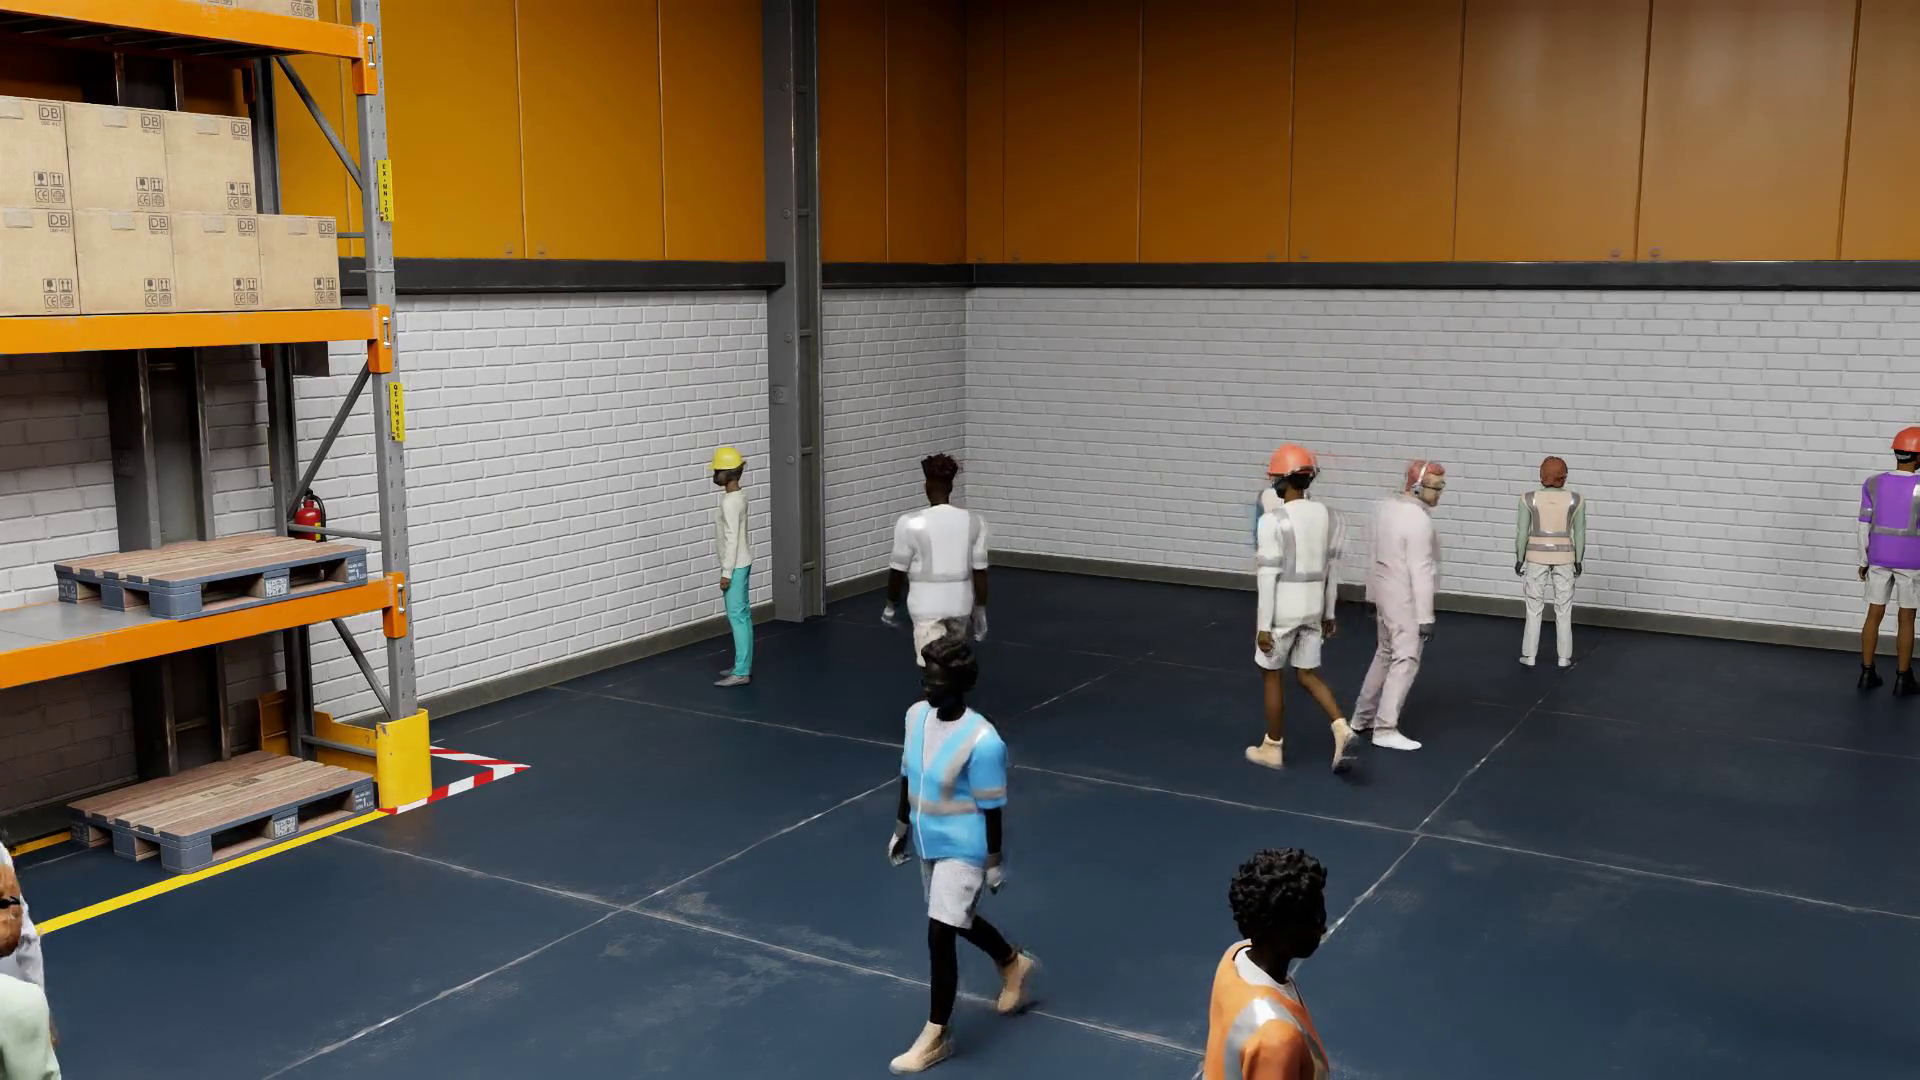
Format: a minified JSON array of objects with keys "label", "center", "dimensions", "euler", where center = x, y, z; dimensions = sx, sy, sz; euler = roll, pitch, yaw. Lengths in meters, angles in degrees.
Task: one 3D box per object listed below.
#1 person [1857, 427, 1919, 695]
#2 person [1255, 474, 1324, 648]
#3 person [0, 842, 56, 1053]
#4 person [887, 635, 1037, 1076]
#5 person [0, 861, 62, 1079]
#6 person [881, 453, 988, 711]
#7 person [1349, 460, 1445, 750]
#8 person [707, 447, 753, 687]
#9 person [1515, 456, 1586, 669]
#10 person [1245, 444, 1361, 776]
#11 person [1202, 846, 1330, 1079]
[{"label":"person","center":[6.795,0.146,12.030],"dimensions":[0.373,1.934,0.551],"euler":[-7,11,-36]},{"label":"person","center":[2.556,0.142,13.040],"dimensions":[0.538,1.614,0.623],"euler":[8,12,43]},{"label":"person","center":[-2.745,1.429,4.533],"dimensions":[0.407,1.784,0.704],"euler":[5,10,30]},{"label":"person","center":[0.031,1.168,6.478],"dimensions":[0.768,1.670,0.534],"euler":[-6,11,-35]},{"label":"person","center":[-2.402,1.567,4.109],"dimensions":[0.507,1.630,0.281],"euler":[2,9,15]},{"label":"person","center":[-0.176,0.412,10.440],"dimensions":[0.611,1.910,0.974],"euler":[-5,10,-29]},{"label":"person","center":[2.816,0.413,10.582],"dimensions":[0.468,1.869,0.711],"euler":[-1,9,-5]},{"label":"person","center":[-1.689,0.196,12.261],"dimensions":[0.317,1.766,0.531],"euler":[0,9,0]},{"label":"person","center":[4.524,0.177,12.764],"dimensions":[0.512,1.641,0.309],"euler":[2,9,12]},{"label":"person","center":[2.058,0.436,9.975],"dimensions":[0.615,2.019,0.773],"euler":[-6,11,-32]},{"label":"person","center":[0.725,1.553,4.024],"dimensions":[0.321,1.689,0.529],"euler":[0,9,0]}]
